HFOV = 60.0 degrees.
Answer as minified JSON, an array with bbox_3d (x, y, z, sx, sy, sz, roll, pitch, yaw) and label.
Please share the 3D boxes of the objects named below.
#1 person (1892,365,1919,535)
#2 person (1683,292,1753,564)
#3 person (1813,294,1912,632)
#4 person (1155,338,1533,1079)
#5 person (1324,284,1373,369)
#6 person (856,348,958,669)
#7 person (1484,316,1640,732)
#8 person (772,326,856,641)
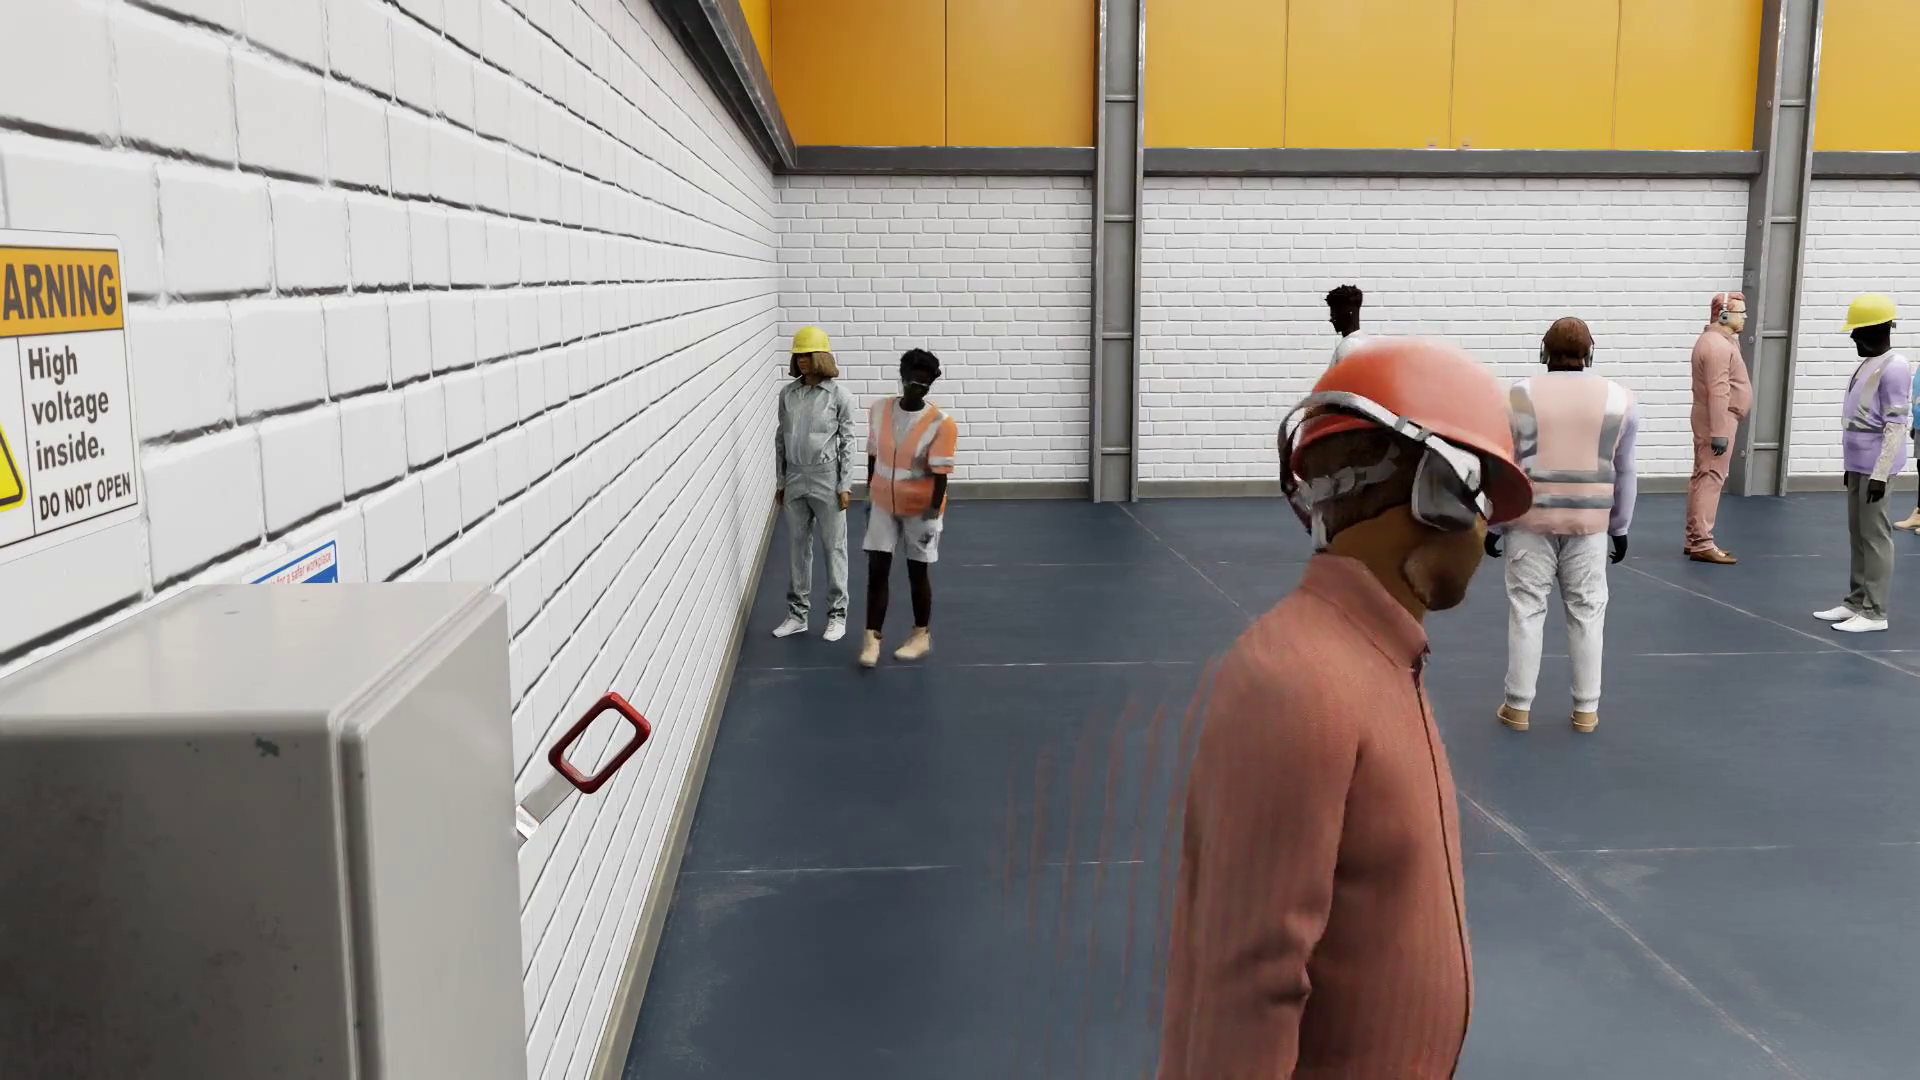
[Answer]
[{"bbox_3d":[7.587,-0.881,12.963,0.322,1.697,0.532,1,9,4],"label":"person"},{"bbox_3d":[5.372,-0.795,11.770,0.406,1.906,0.654,3,10,18],"label":"person"},{"bbox_3d":[5.151,-0.430,9.450,0.381,1.917,0.585,2,9,13],"label":"person"},{"bbox_3d":[0.415,0.749,1.970,0.384,1.948,0.723,4,10,25],"label":"person"},{"bbox_3d":[2.710,-0.802,11.651,0.369,1.958,0.602,4,10,21],"label":"person"},{"bbox_3d":[-0.299,-0.155,8.517,0.586,1.652,0.668,4,10,23],"label":"person"},{"bbox_3d":[2.648,-0.063,7.380,0.636,1.841,0.429,2,9,10],"label":"person"},{"bbox_3d":[-0.817,-0.309,9.228,0.483,1.745,0.299,4,10,23],"label":"person"}]
